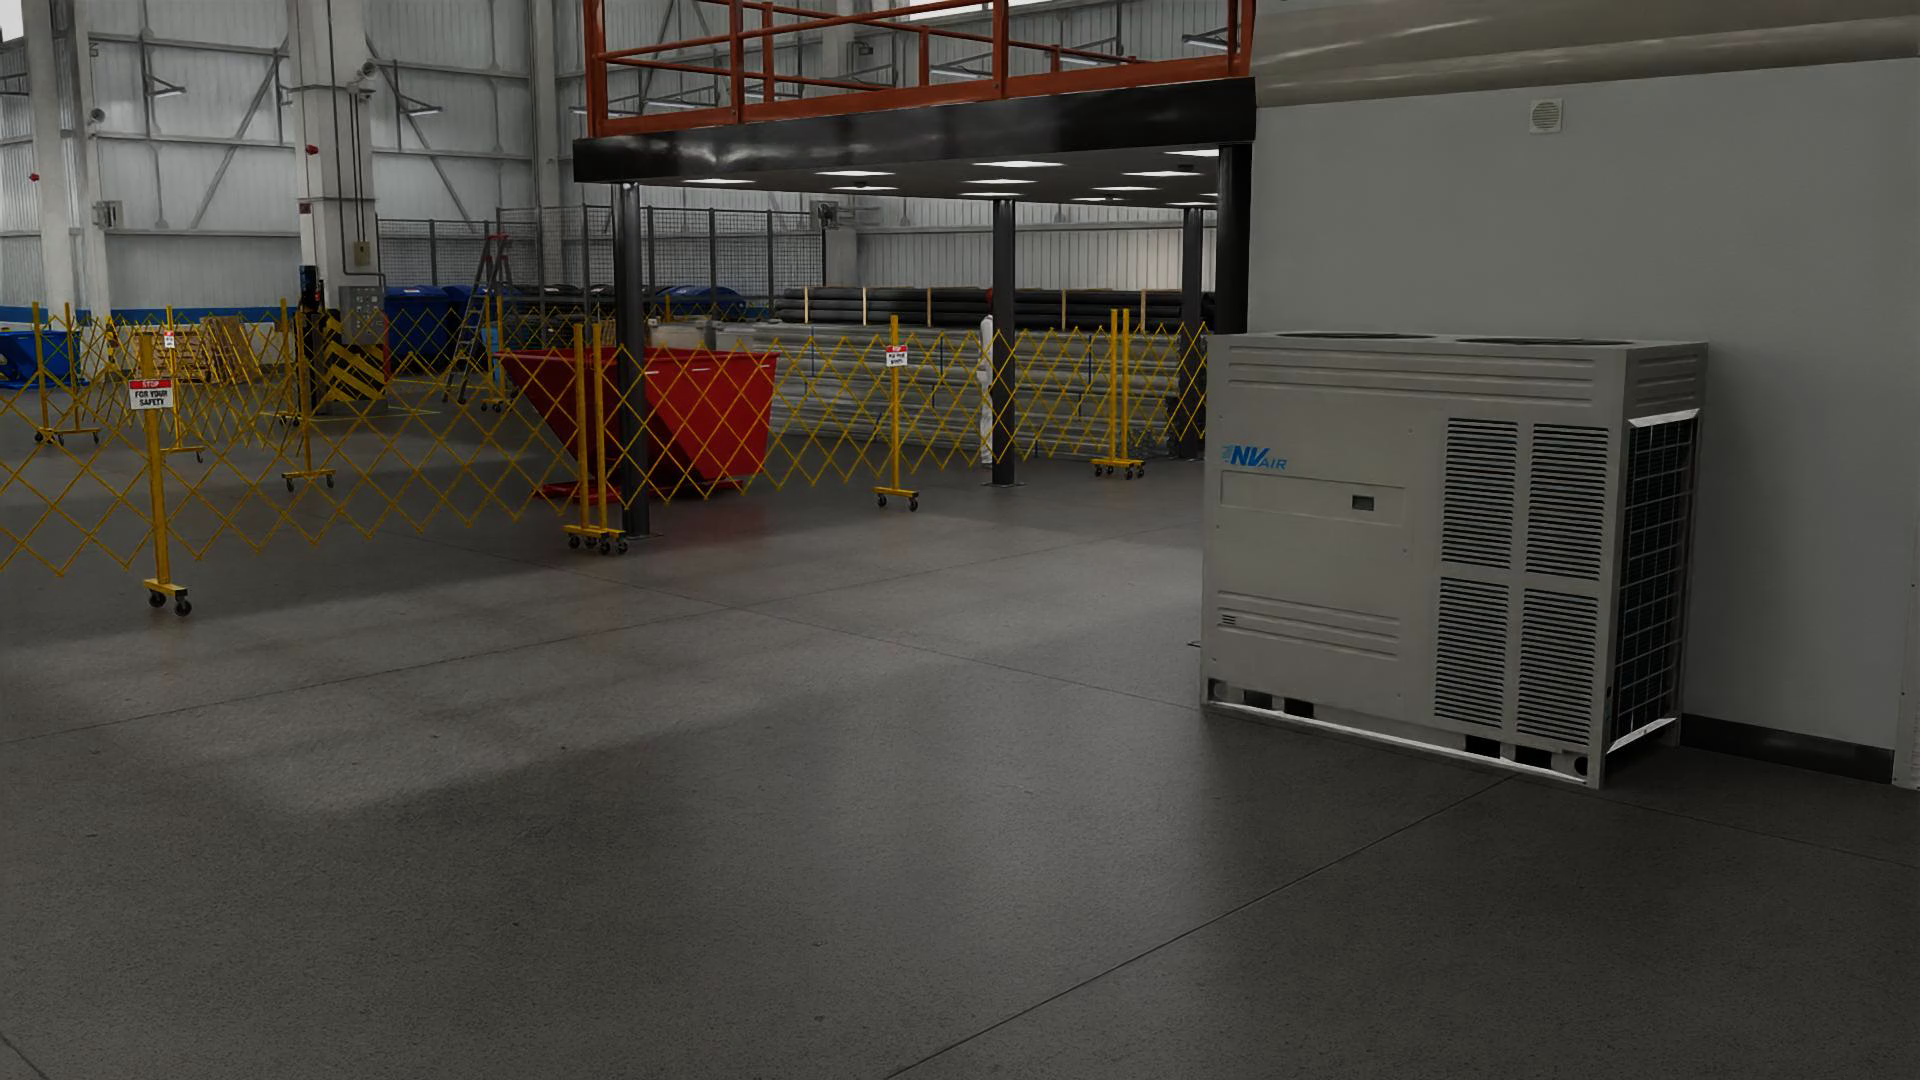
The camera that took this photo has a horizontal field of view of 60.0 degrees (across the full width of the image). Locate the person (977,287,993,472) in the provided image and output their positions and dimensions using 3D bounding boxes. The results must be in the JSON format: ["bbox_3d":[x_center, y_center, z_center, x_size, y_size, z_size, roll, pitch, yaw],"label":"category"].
[{"bbox_3d":[0.355,-1.633,17.010,0.354,1.883,0.573,1,9,8],"label":"person"}]
